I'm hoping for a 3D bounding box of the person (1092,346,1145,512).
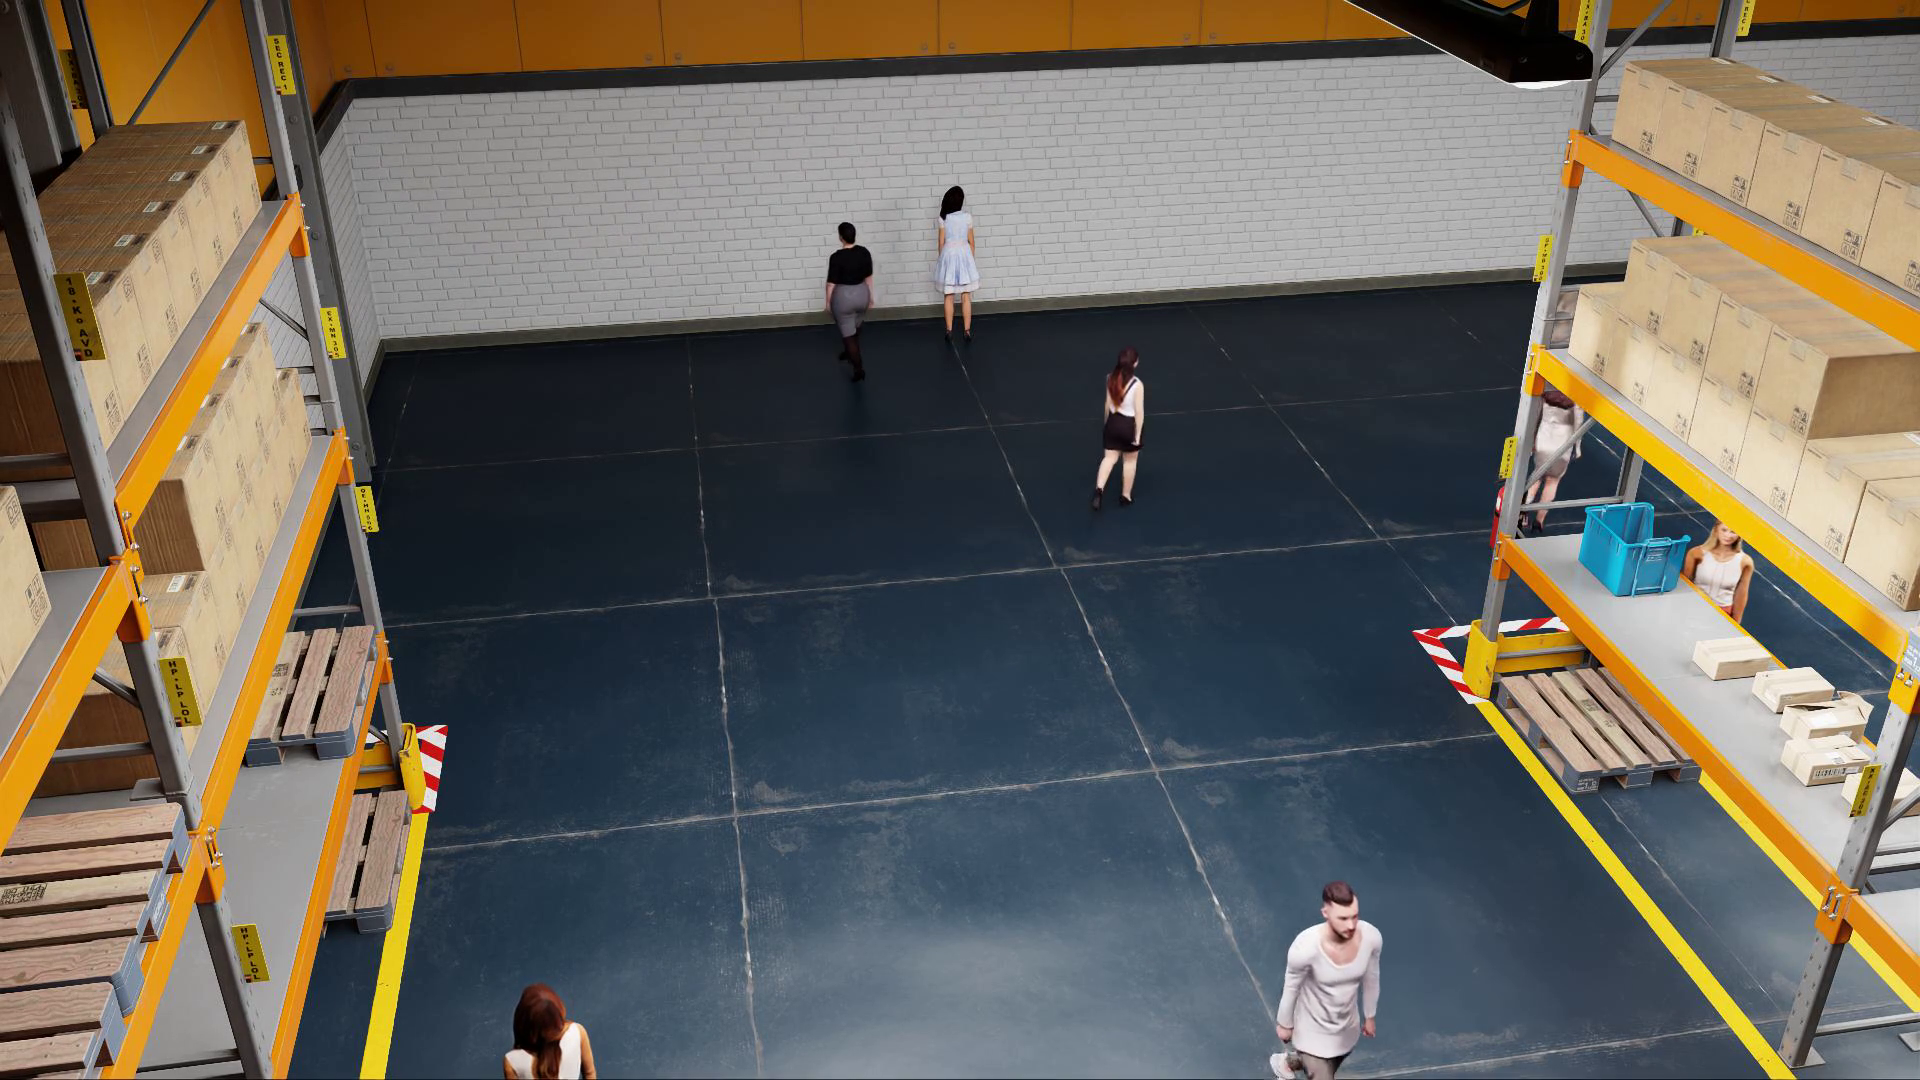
[{"bbox_3d":[1.423,-0.953,15.013,0.905,1.629,0.998,16,33,27],"label":"person"}]

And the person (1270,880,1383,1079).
[{"bbox_3d":[1.860,2.441,8.600,0.814,1.811,1.193,-11,30,-19],"label":"person"}]

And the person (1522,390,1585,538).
[{"bbox_3d":[5.175,-0.787,14.596,0.768,1.736,0.827,23,36,35],"label":"person"}]

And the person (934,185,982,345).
[{"bbox_3d":[-0.037,-3.098,18.746,0.757,1.819,0.785,1,29,2],"label":"person"}]

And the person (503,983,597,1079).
[{"bbox_3d":[-1.906,2.818,7.938,0.668,1.784,0.654,-17,33,-29],"label":"person"}]

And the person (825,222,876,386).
[{"bbox_3d":[-1.129,-2.491,17.737,0.925,1.720,1.113,-18,34,-30],"label":"person"}]
